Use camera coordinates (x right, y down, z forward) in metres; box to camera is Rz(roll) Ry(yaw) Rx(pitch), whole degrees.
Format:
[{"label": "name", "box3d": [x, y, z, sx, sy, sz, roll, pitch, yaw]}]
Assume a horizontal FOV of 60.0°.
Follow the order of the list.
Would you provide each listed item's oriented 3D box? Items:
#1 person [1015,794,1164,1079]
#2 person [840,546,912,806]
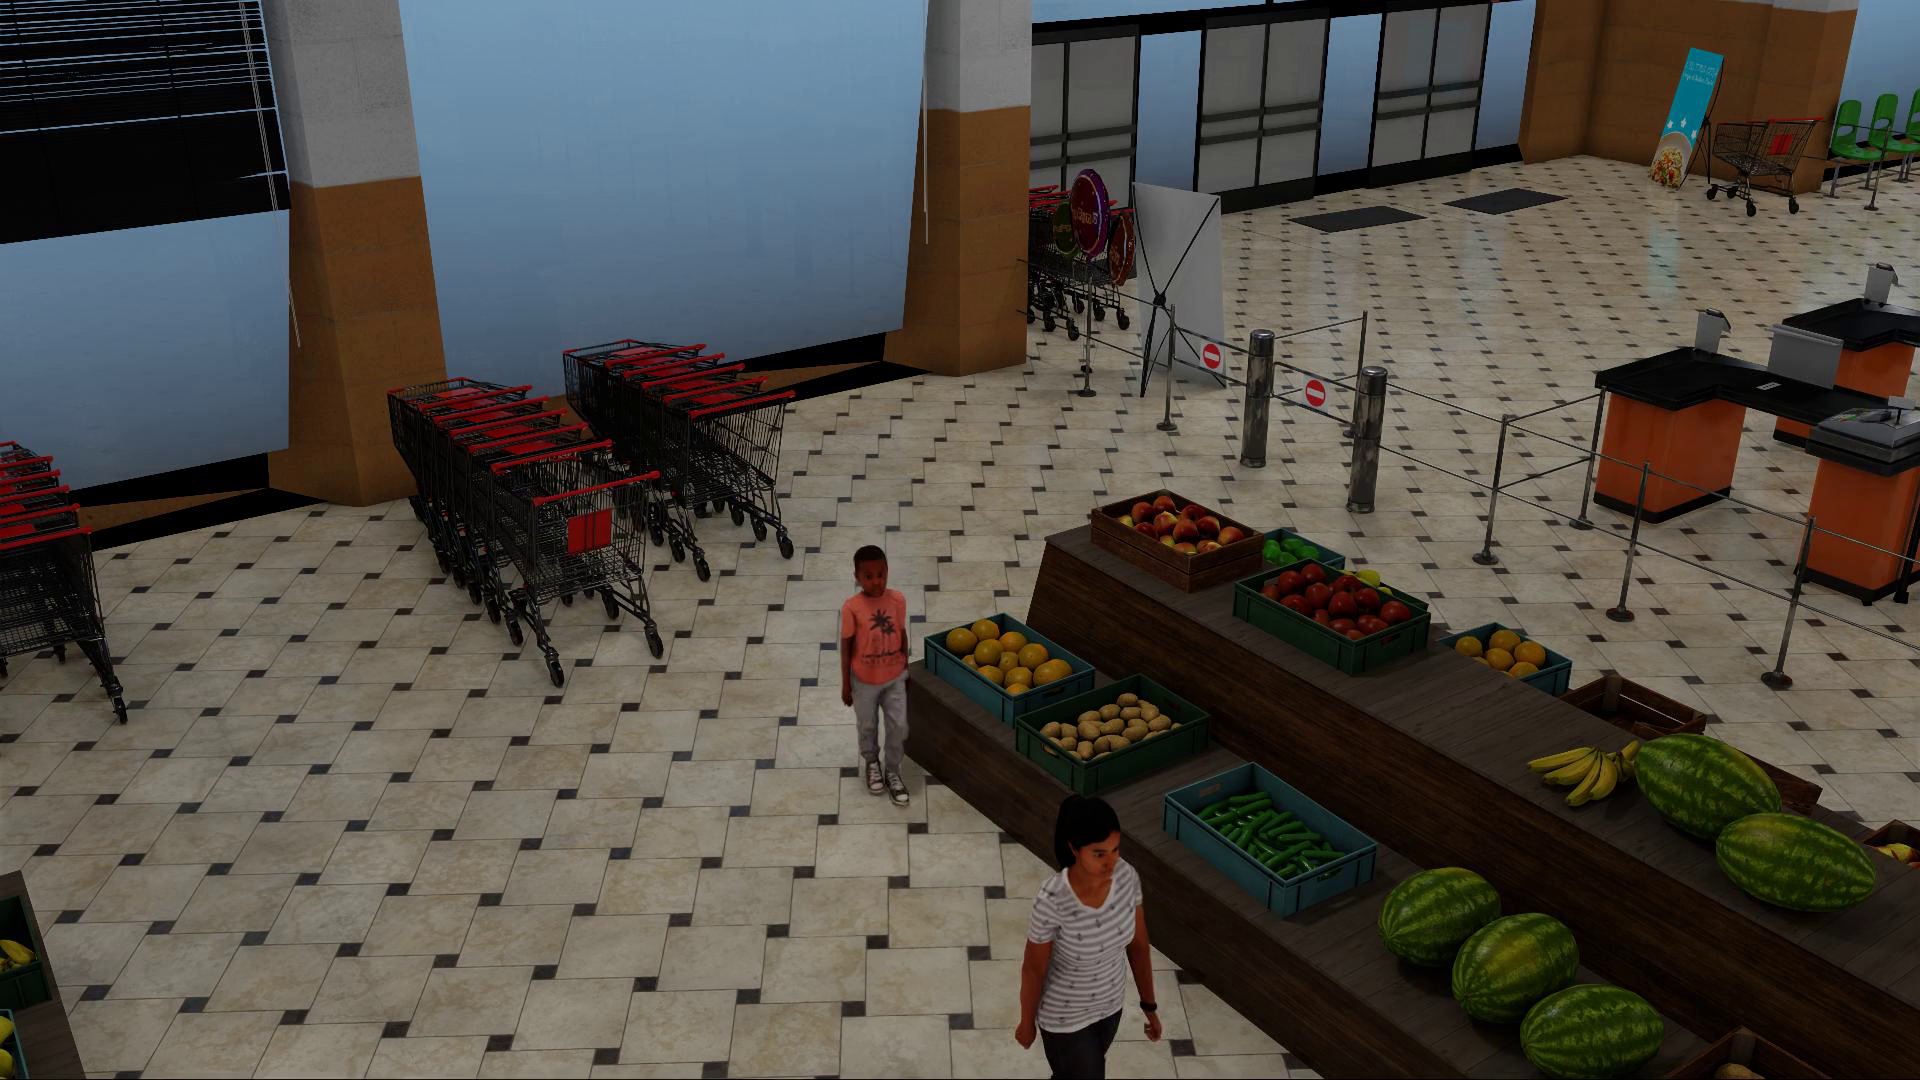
[{"label": "person", "box3d": [0.348, 1.525, 5.586, 0.600, 1.620, 0.812, -19, 30, -37]}, {"label": "person", "box3d": [-0.418, 0.610, 8.076, 0.624, 1.300, 0.702, -5, 24, -11]}]
